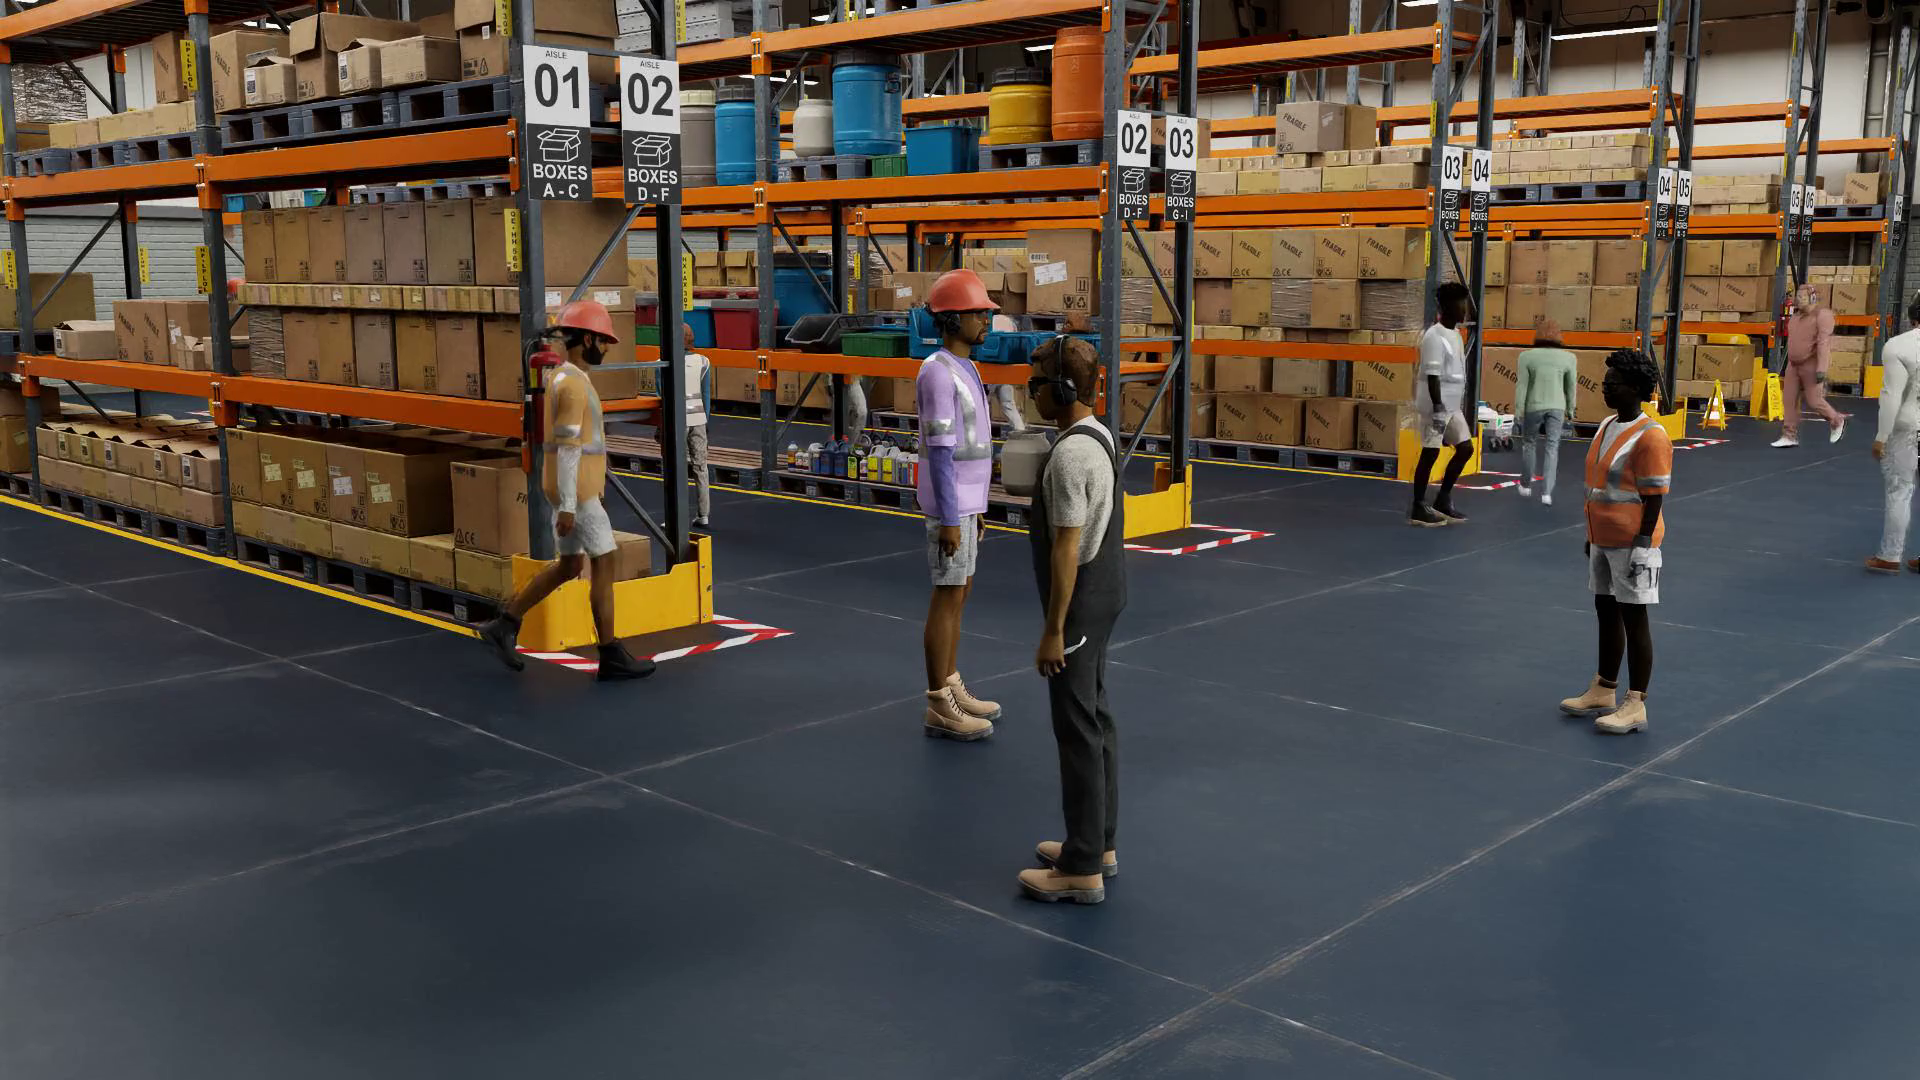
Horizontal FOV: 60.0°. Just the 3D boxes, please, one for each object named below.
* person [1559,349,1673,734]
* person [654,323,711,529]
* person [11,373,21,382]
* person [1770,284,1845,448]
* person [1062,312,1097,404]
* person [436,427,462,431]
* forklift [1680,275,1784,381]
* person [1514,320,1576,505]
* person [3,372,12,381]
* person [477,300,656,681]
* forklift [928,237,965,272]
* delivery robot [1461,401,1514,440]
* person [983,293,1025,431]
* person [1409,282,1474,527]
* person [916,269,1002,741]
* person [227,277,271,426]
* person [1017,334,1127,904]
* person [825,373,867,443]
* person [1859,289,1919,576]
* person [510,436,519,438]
[{"bbox_3d":[2.952,0.000,7.434,0.319,1.697,0.533,-1,9,-6],"label":"person"},{"bbox_3d":[-2.177,-0.897,13.110,0.511,1.641,0.307,-9,13,-43],"label":"person"},{"bbox_3d":[-13.883,-2.808,24.121,0.328,1.872,0.508,7,12,38],"label":"person"},{"bbox_3d":[9.804,-2.001,19.141,0.779,1.882,0.658,-3,10,-16],"label":"person"},{"bbox_3d":[1.114,-1.533,17.138,0.502,1.600,0.795,-8,12,-40],"label":"person"},{"bbox_3d":[-5.582,-1.818,18.199,0.403,1.822,0.589,5,10,27],"label":"person"},{"bbox_3d":[12.480,-3.427,27.053,1.214,2.155,2.313,9,13,43],"label":"forklift"},{"bbox_3d":[5.168,-1.140,14.726,0.516,1.599,0.777,2,10,14],"label":"person"},{"bbox_3d":[-13.279,-2.628,22.885,0.588,1.914,0.391,4,10,21],"label":"person"},{"bbox_3d":[-2.016,-0.245,8.351,0.793,1.903,0.546,-4,10,-21],"label":"person"},{"bbox_3d":[-0.326,-5.817,39.609,1.129,2.768,1.873,9,13,43],"label":"forklift"},{"bbox_3d":[5.948,-1.344,18.998,0.477,0.478,0.707,-8,12,-40],"label":"delivery robot"},{"bbox_3d":[0.401,-1.774,18.024,0.626,1.803,0.950,-9,13,-43],"label":"person"},{"bbox_3d":[3.868,-1.068,13.213,0.575,1.942,0.630,7,11,35],"label":"person"},{"bbox_3d":[0.000,-0.163,7.363,0.367,2.048,0.607,2,9,10],"label":"person"},{"bbox_3d":[-7.402,-1.712,17.127,0.991,1.949,0.655,9,13,43],"label":"person"},{"bbox_3d":[0.378,0.250,5.476,0.328,1.840,0.504,2,10,14],"label":"person"},{"bbox_3d":[-1.194,-1.646,17.746,0.540,1.614,0.628,-7,12,-37],"label":"person"},{"bbox_3d":[6.411,-0.718,11.201,0.640,1.938,0.513,-2,9,-10],"label":"person"},{"bbox_3d":[-3.948,-1.331,15.336,0.947,1.790,0.605,6,11,35],"label":"person"}]
